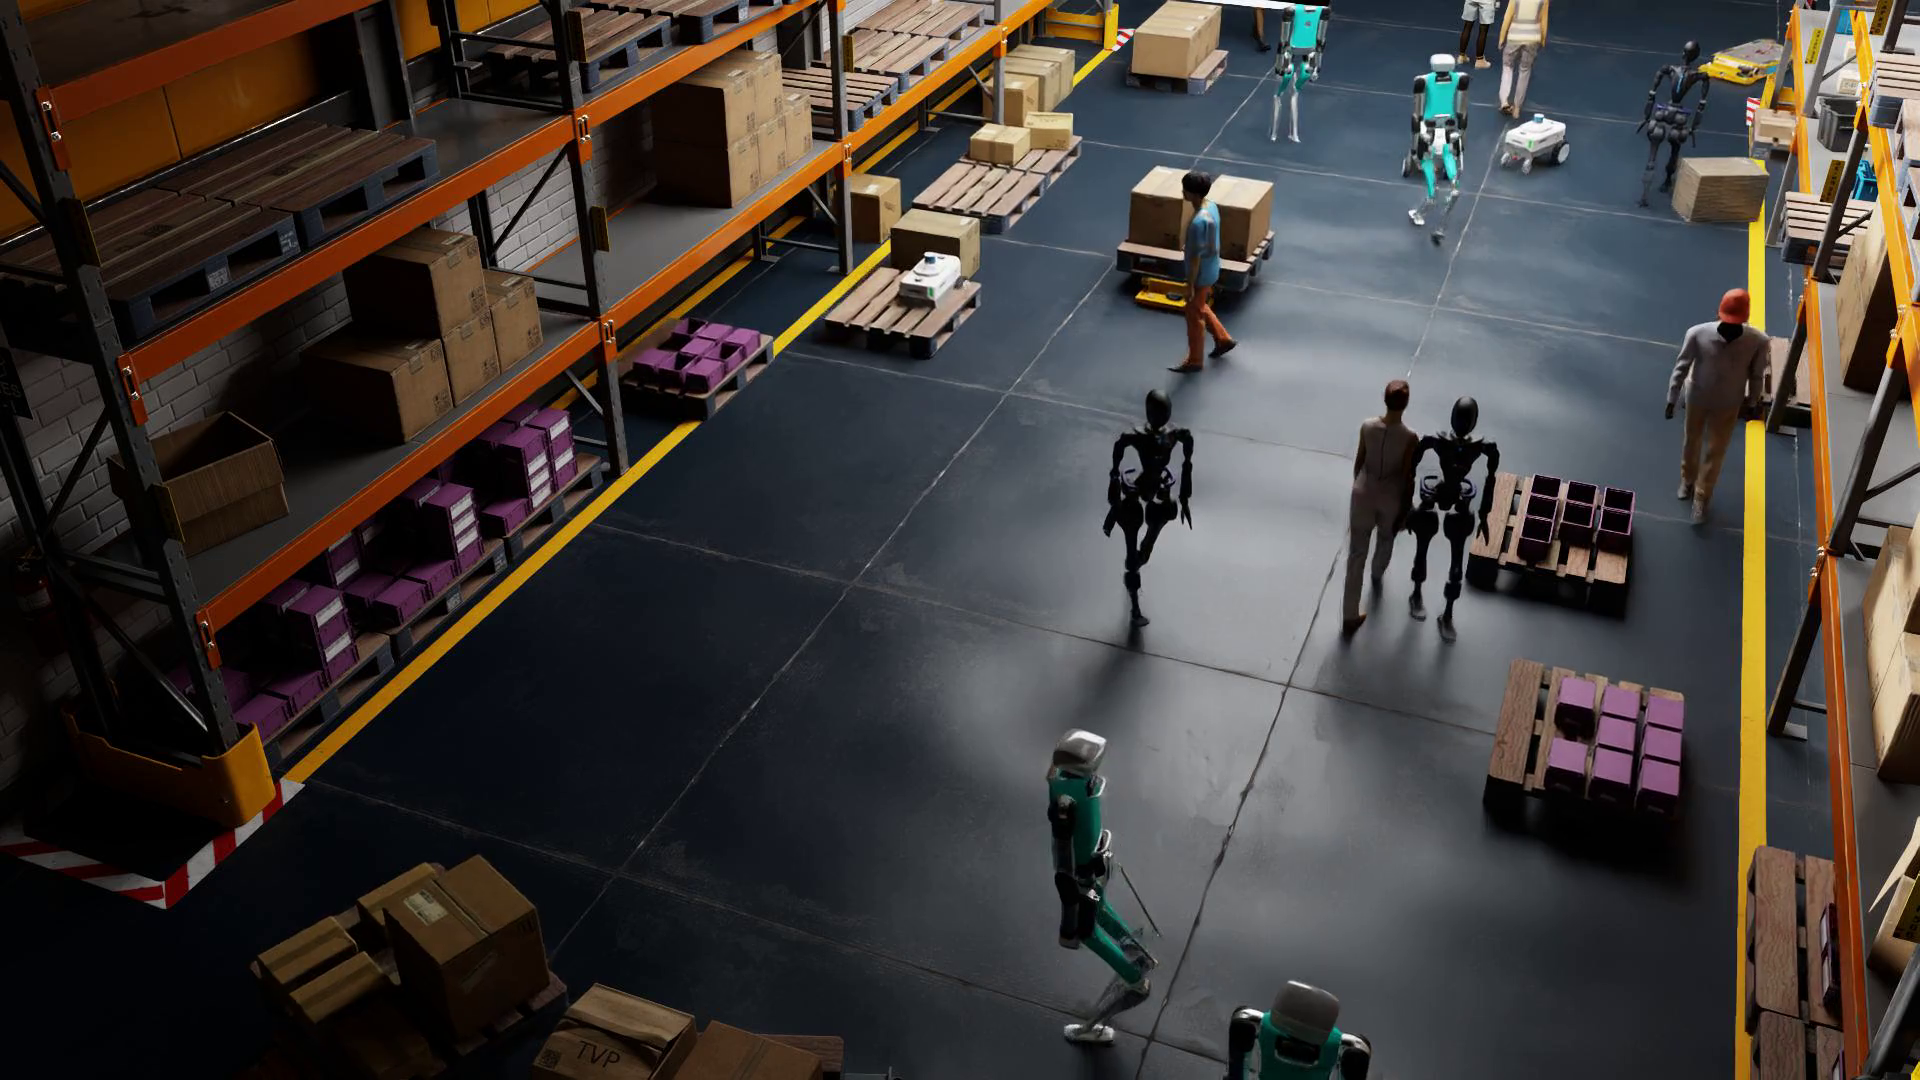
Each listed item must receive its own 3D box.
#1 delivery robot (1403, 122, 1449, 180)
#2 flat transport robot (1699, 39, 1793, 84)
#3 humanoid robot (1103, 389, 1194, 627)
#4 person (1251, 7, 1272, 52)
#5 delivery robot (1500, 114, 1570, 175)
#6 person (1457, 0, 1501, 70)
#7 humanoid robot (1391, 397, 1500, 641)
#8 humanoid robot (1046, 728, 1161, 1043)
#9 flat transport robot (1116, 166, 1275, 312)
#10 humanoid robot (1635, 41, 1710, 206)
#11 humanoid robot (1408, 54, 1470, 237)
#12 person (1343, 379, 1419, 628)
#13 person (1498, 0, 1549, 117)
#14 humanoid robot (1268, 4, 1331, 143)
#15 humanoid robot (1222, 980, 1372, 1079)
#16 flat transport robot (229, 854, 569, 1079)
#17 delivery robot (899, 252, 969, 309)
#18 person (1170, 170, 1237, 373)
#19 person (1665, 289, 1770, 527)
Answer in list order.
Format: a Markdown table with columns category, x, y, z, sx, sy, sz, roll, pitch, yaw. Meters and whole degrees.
| category | x | y | z | sx | sy | sz | roll | pitch | yaw |
| --- | --- | --- | --- | --- | --- | --- | --- | --- | --- |
| delivery robot | 5.036 | -4.217 | 17.842 | 0.499 | 0.581 | 0.777 | 7 | 34 | 11 |
| flat transport robot | 9.996 | -6.009 | 20.892 | 1.431 | 0.231 | 0.659 | -22 | 39 | -30 |
| humanoid robot | 1.223 | -0.230 | 10.684 | 0.589 | 1.631 | 0.748 | -7 | 33 | -10 |
| person | 3.951 | -7.300 | 21.403 | 0.585 | 1.884 | 0.995 | -5 | 33 | -8 |
| delivery robot | 6.216 | -4.311 | 17.993 | 0.791 | 0.587 | 0.499 | -25 | 41 | -33 |
| person | 6.502 | -6.737 | 20.699 | 0.318 | 1.699 | 0.534 | -25 | 41 | -33 |
| humanoid robot | 3.073 | -0.164 | 10.549 | 0.612 | 1.646 | 0.521 | 5 | 33 | 8 |
| humanoid robot | 0.713 | 1.669 | 7.658 | 0.674 | 1.795 | 0.550 | 9 | 34 | 13 |
| flat transport robot | 2.176 | -2.483 | 15.435 | 0.659 | 0.231 | 1.431 | 14 | 35 | 21 |
| humanoid robot | 7.218 | -4.245 | 16.915 | 0.591 | 1.650 | 0.778 | 17 | 37 | 25 |
| humanoid robot | 4.601 | -3.711 | 15.995 | 0.595 | 1.763 | 0.912 | 2 | 33 | 2 |
| person | 2.722 | -0.252 | 10.763 | 0.424 | 1.595 | 0.904 | 14 | 35 | 20 |
| person | 6.479 | -5.756 | 19.123 | 0.514 | 1.757 | 0.392 | 9 | 34 | 13 |
| humanoid robot | 3.681 | -5.240 | 18.398 | 0.534 | 1.833 | 0.684 | -5 | 33 | -7 |
| humanoid robot | 1.158 | 2.581 | 6.299 | 0.530 | 1.782 | 1.018 | 11 | 34 | 16 |
| flat transport robot | -2.677 | 2.365 | 7.932 | 1.431 | 0.231 | 0.659 | -28 | 42 | -36 |
| delivery robot | -0.254 | -2.285 | 14.873 | 0.499 | 0.603 | 0.782 | 12 | 35 | 18 |
| person | 2.024 | -2.180 | 13.612 | 0.508 | 1.752 | 0.523 | 6 | 33 | 9 |
| person | 5.287 | -0.951 | 11.719 | 0.597 | 1.714 | 0.798 | 15 | 36 | 22 |
